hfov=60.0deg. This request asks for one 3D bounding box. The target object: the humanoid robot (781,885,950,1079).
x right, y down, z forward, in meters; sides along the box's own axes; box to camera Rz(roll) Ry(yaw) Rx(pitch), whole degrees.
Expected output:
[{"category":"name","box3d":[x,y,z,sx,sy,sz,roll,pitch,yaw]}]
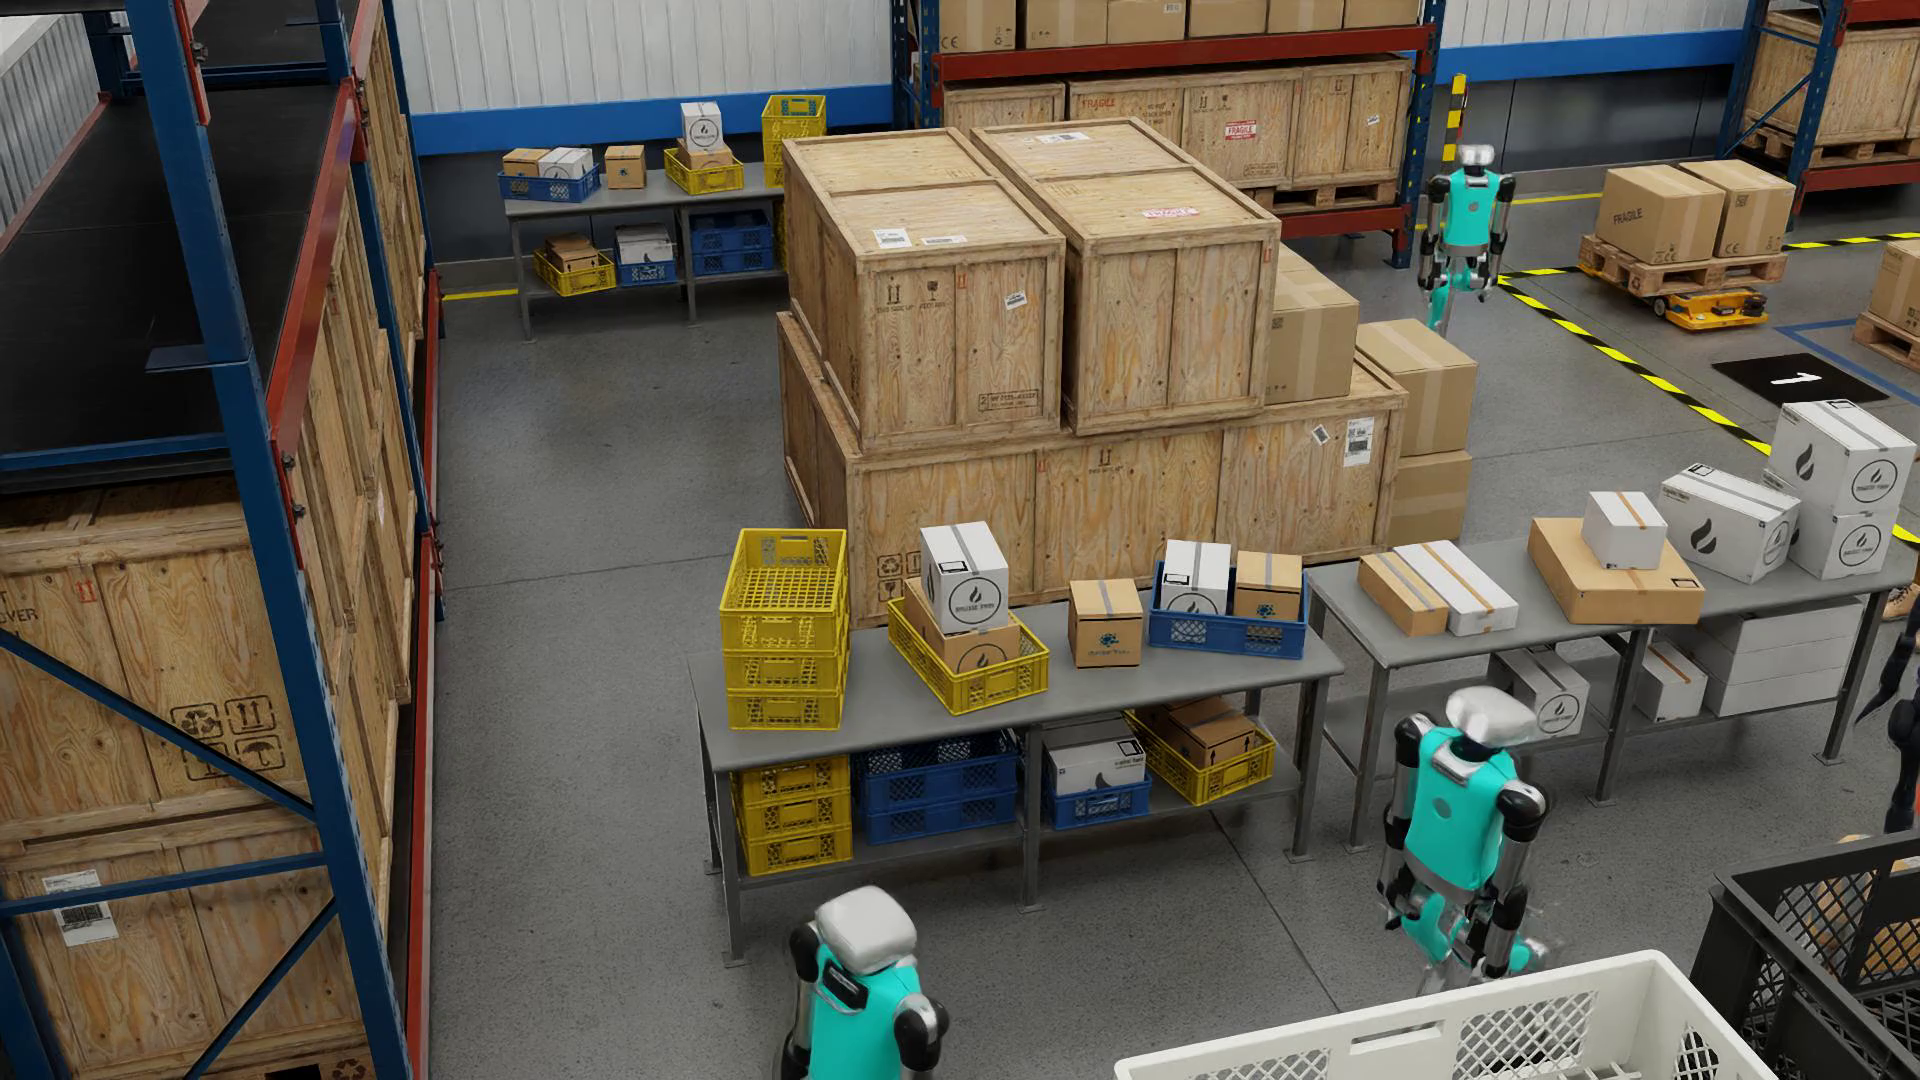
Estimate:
[{"category":"humanoid robot","box3d":[-0.420,1.755,4.393,0.993,1.712,0.532,-24,37,-37]}]

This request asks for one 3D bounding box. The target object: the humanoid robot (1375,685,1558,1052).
[{"category":"humanoid robot","box3d":[1.811,1.150,5.523,0.946,1.772,0.552,-19,34,-30]}]

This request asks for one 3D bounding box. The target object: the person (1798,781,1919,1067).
[{"category":"person","box3d":[2.682,1.414,4.816,0.349,1.942,0.544,-25,38,-38]}]

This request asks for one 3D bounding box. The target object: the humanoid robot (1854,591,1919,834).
[{"category":"humanoid robot","box3d":[3.843,0.673,6.443,0.612,1.643,0.358,14,32,24]}]

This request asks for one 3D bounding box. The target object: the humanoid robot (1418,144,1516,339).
[{"category":"humanoid robot","box3d":[3.212,-1.806,10.942,0.543,1.778,1.051,1,29,2]}]

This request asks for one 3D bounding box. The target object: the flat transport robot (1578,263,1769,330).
[{"category":"flat transport robot","box3d":[5.406,-1.957,12.640,0.652,0.197,1.431,-7,30,-13]}]

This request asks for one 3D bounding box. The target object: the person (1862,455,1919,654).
[{"category":"person","box3d":[4.893,-0.405,8.012,0.366,2.048,0.606,-6,29,-10]}]
